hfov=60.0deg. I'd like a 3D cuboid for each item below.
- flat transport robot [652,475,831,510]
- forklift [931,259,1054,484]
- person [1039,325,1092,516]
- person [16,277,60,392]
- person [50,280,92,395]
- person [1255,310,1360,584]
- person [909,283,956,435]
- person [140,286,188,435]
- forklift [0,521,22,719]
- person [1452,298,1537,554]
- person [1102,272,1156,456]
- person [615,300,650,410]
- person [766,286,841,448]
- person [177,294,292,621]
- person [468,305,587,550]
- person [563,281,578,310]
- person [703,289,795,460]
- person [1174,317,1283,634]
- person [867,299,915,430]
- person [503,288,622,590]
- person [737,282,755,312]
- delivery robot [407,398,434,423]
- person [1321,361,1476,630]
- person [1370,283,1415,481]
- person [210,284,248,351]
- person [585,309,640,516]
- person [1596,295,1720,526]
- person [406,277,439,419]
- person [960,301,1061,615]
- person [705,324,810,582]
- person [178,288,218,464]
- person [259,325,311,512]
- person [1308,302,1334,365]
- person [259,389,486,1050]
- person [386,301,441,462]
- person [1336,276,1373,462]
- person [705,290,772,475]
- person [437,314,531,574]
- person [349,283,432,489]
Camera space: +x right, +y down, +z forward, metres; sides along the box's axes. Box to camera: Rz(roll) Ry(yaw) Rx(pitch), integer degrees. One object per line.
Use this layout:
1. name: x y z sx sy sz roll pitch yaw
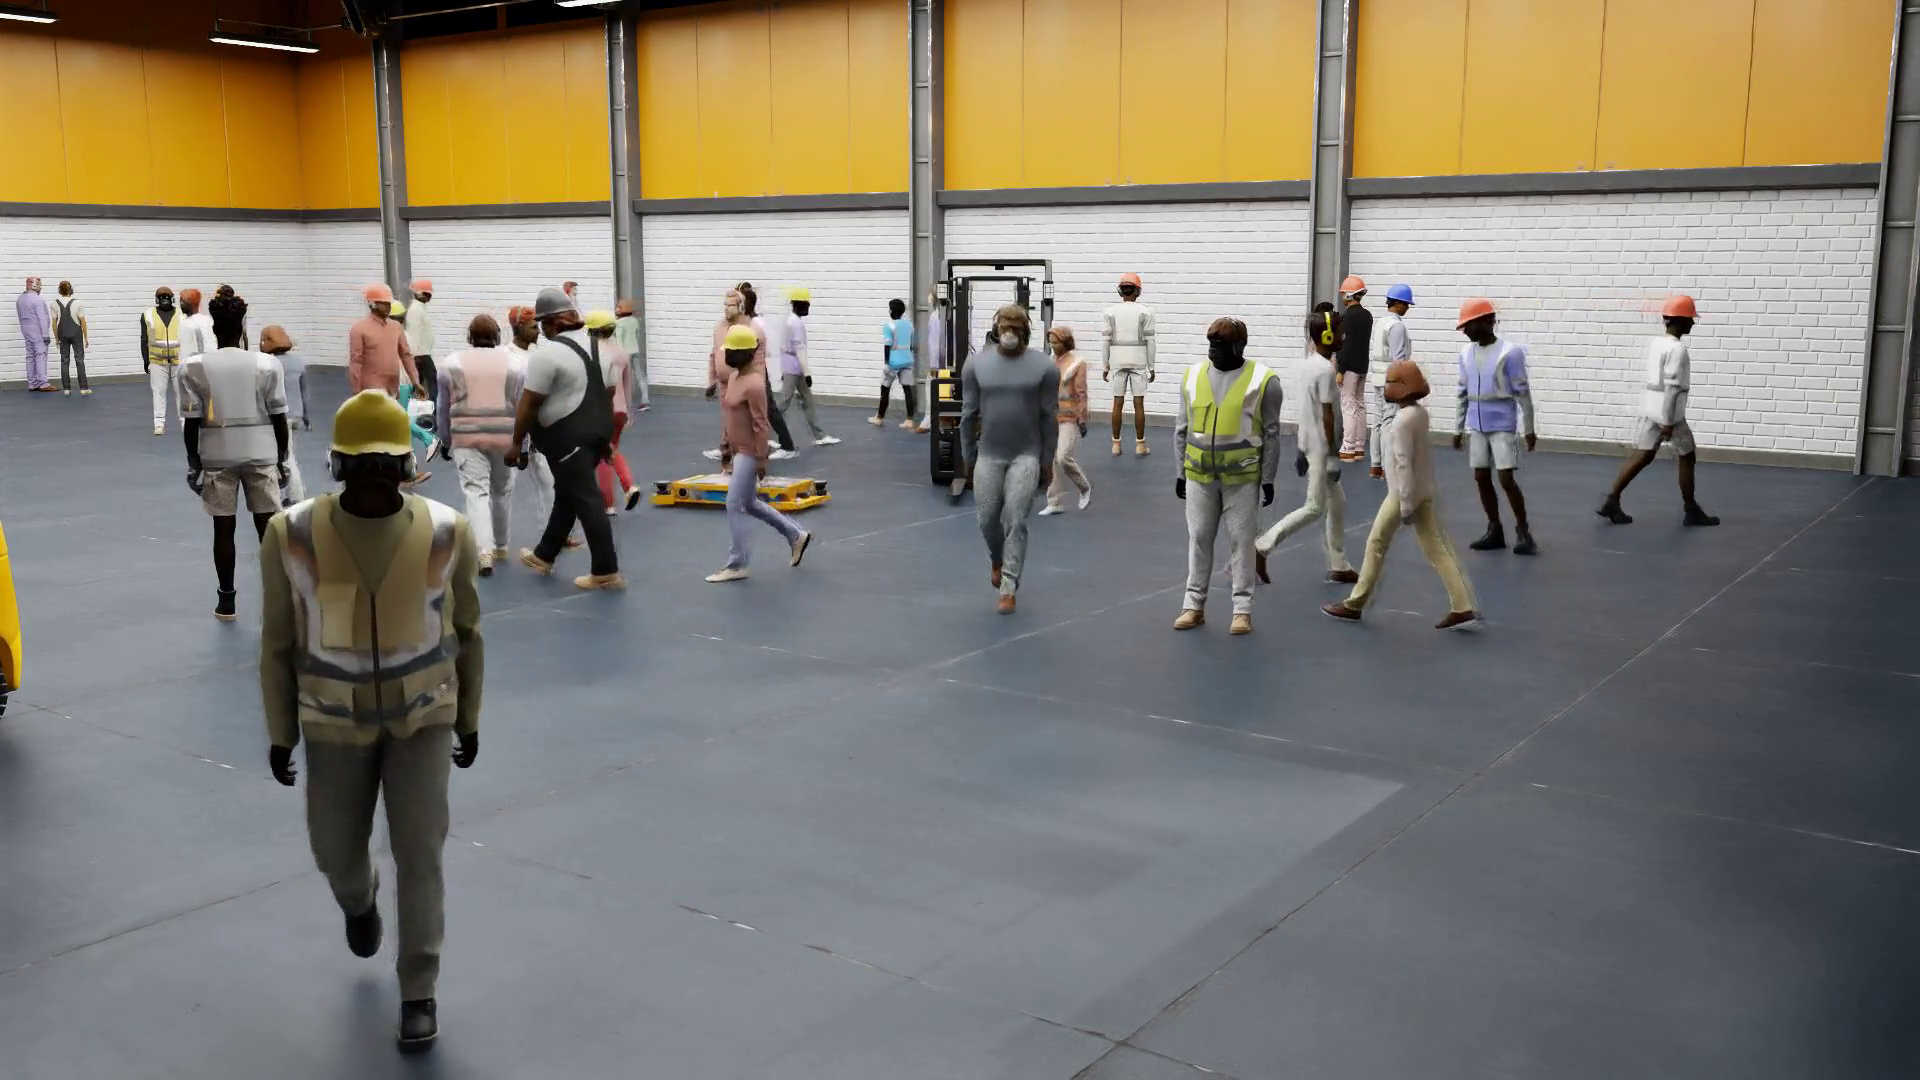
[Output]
1. flat transport robot: -1.930 -0.432 14.694 1.431 0.197 0.652 3 10 18
2. forklift: 0.370 -1.738 16.759 1.214 2.155 2.313 1 10 3
3. person: 0.867 -1.013 14.121 0.436 1.621 0.535 -9 13 -43
4. person: -15.271 -3.400 27.533 0.639 1.902 0.406 6 11 30
5. person: -14.340 -3.253 26.819 0.508 1.847 0.345 -2 10 -14
6. person: 2.340 -0.601 11.047 0.848 1.848 0.524 1 10 3
7. person: -0.144 -2.208 20.480 0.967 1.900 0.635 3 10 15
8. person: -9.856 -2.229 20.729 0.622 1.845 0.429 -5 11 -25
9. forklift: -5.296 -0.090 6.943 1.214 2.155 2.313 7 12 35
10. person: 3.934 -0.841 12.323 0.490 1.889 0.611 -7 12 -34
11. person: 1.875 -1.940 18.442 0.605 2.034 0.388 3 10 15
12. person: -4.833 -2.678 24.115 0.839 1.590 0.523 6 11 31
13. person: -1.911 -1.996 19.249 0.991 1.876 0.617 -2 10 -11
14. person: -4.350 -0.494 10.025 0.602 1.966 0.368 -4 10 -25
15. person: -3.312 -0.822 12.357 0.926 1.846 0.555 2 10 12
16. person: -6.194 -3.156 26.248 0.374 1.840 0.571 -3 10 -17
17. person: -2.259 -1.780 17.993 1.033 1.858 0.605 -3 10 -20
18. person: 1.537 -0.370 9.675 0.624 1.841 0.430 5 11 26
19. person: -0.862 -2.261 21.423 0.554 1.659 0.798 -9 13 -42
20. person: -2.663 -0.701 11.040 1.023 2.000 0.707 4 10 22
21. person: -3.093 -2.764 23.879 0.757 1.849 0.579 7 12 36
22. delivery robot: -6.886 -1.604 20.551 0.707 0.478 0.477 -5 11 -29
23. person: 2.634 -0.262 9.785 0.907 1.583 0.500 7 12 36
24. person: 4.251 -1.545 16.370 0.399 1.938 0.602 -1 10 -5
25. person: -9.272 -2.307 21.107 0.328 1.873 0.520 6 11 34
26. person: -2.990 -1.066 14.034 0.381 1.755 0.542 6 11 31
27. person: 5.711 -1.049 13.557 0.971 1.899 0.557 0 10 1
28. person: -7.183 -2.478 21.916 0.937 1.954 0.621 -3 10 -15
29. person: 0.317 -0.524 10.350 0.628 1.919 0.646 1 10 8
30. person: -1.386 -0.599 11.319 0.736 1.740 0.531 -4 10 -23
31. person: -8.098 -1.726 17.634 0.412 1.872 0.602 1 10 5
32. person: -5.820 -1.022 14.203 0.559 1.615 0.525 3 10 20
33. person: 4.176 -1.914 19.306 0.320 1.694 0.531 2 10 11
34. person: -1.649 0.471 4.718 0.603 1.816 0.675 -3 10 -19
35. person: -5.791 -1.631 17.423 0.508 1.752 0.534 -2 10 -11
36. person: 4.222 -1.839 17.952 0.381 1.994 0.621 7 12 37
37. person: -2.177 -1.546 16.564 0.653 1.881 0.836 8 13 41
38. person: -3.323 -0.679 11.652 0.623 1.801 0.940 -4 10 -22
39. person: -5.448 -1.466 15.870 1.030 1.940 0.630 4 10 22
